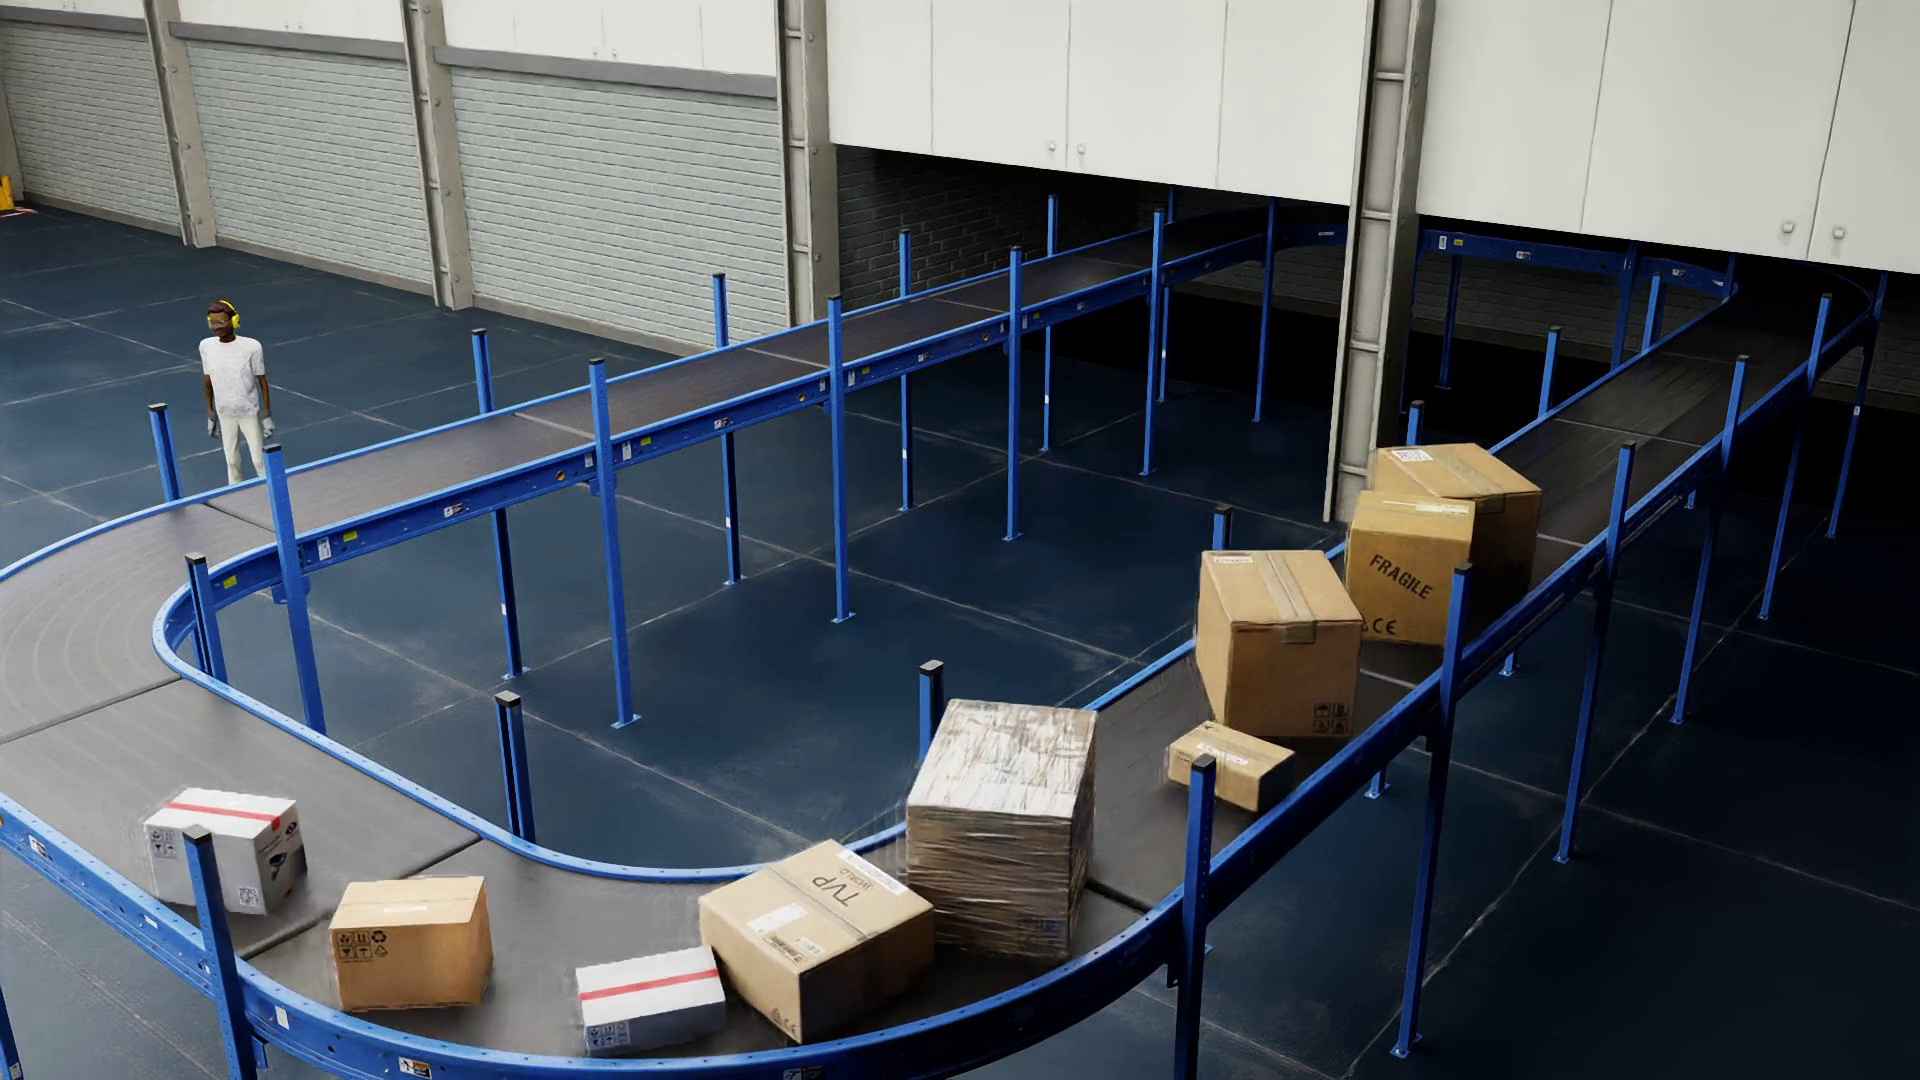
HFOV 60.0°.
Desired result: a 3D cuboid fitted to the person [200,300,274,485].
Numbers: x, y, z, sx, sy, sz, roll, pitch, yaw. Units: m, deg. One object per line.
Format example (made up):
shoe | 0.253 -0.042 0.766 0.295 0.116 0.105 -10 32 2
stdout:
person | -5.691 -0.977 13.119 0.517 1.874 0.328 -1 22 -2
